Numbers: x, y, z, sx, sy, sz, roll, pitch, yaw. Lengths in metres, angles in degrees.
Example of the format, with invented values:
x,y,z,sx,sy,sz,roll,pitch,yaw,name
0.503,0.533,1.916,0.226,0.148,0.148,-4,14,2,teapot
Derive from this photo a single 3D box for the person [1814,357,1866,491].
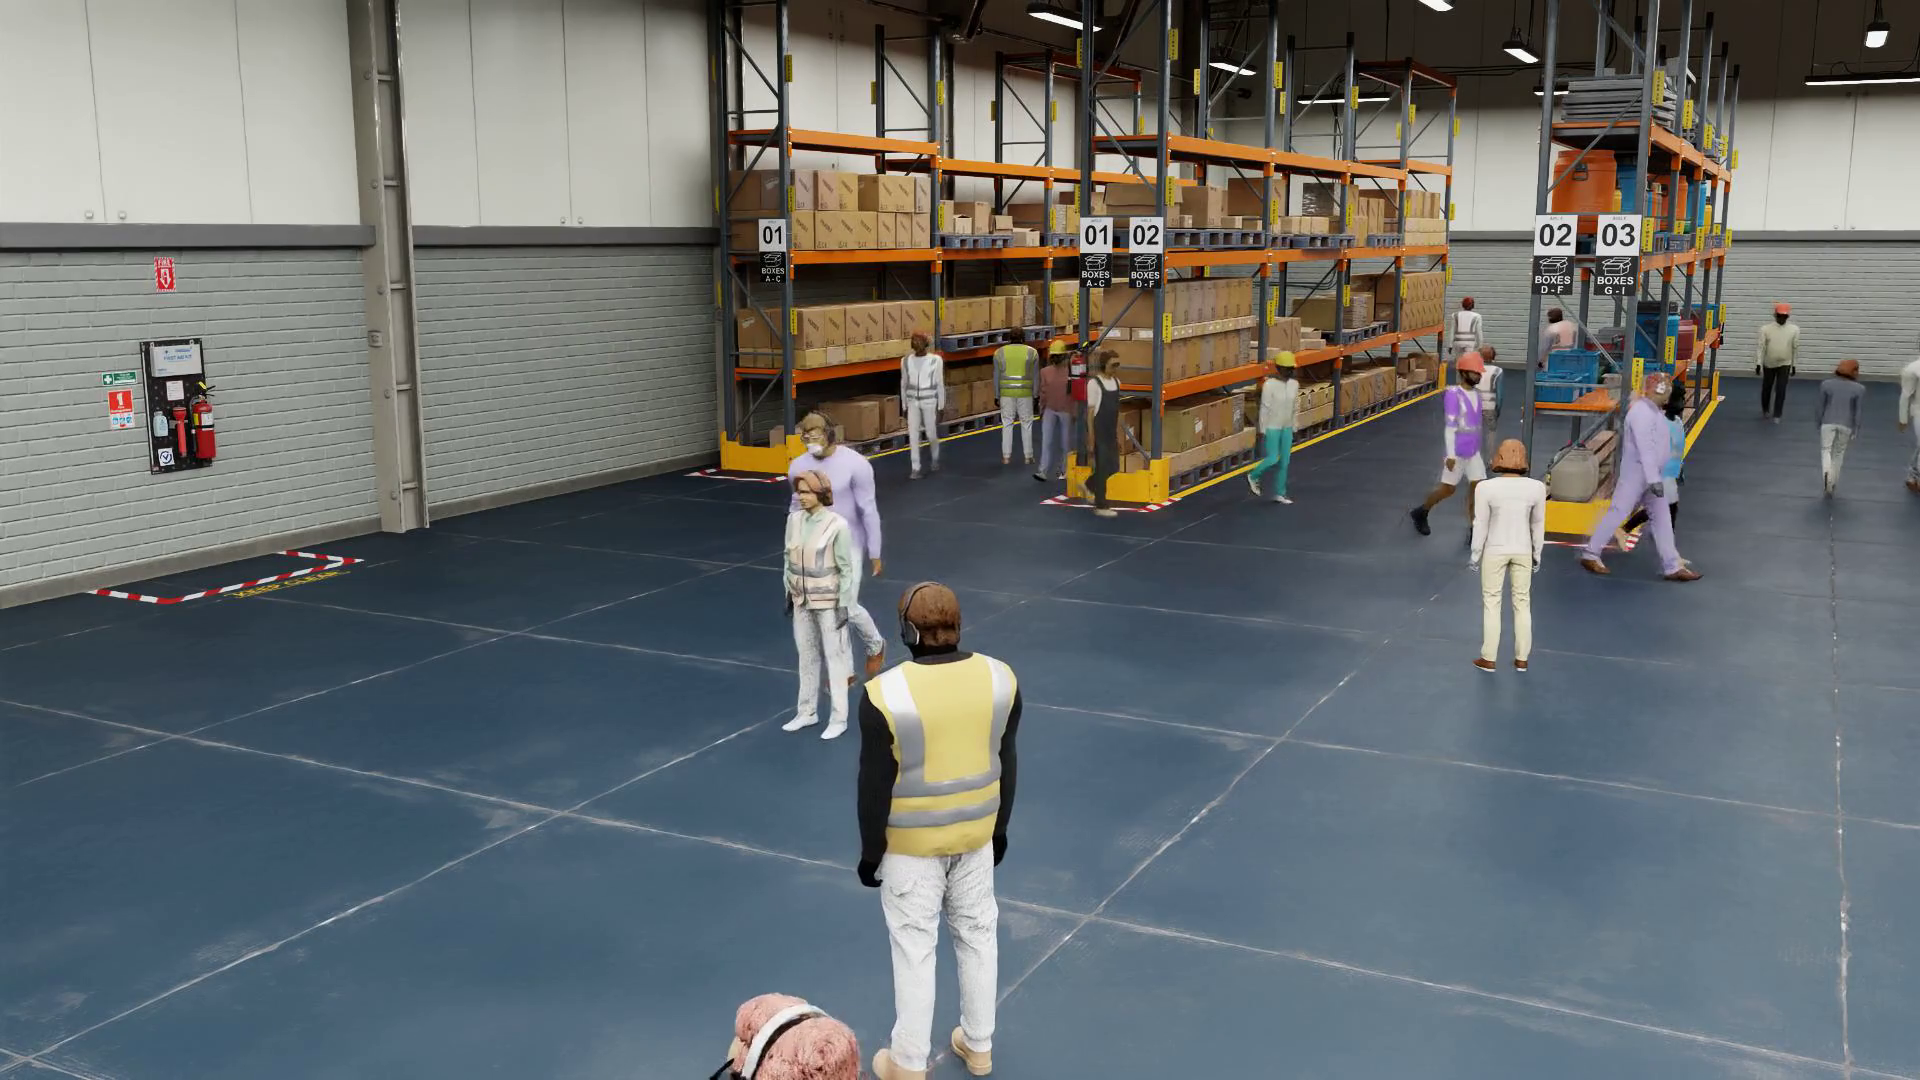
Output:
x,y,z,sx,sy,sz,roll,pitch,yaw,name
10.341,-1.343,19.584,0.519,1.605,0.647,5,12,26,person

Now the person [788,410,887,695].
x,y,z,sx,sy,sz,roll,pitch,yaw,name
-0.810,0.076,11.042,0.672,1.903,0.559,6,12,30,person

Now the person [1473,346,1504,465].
x,y,z,sx,sy,sz,roll,pitch,yaw,name
6.851,-1.729,21.722,0.518,1.603,0.824,6,12,30,person

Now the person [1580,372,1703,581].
x,y,z,sx,sy,sz,roll,pitch,yaw,name
6.058,-0.568,14.750,1.034,1.839,0.644,9,14,40,person

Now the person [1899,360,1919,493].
x,y,z,sx,sy,sz,roll,pitch,yaw,name
11.264,-1.436,19.348,0.630,1.896,1.021,0,10,0,person

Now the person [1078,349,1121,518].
x,y,z,sx,sy,sz,roll,pitch,yaw,name
1.499,-1.163,18.038,0.510,1.829,0.543,-10,14,-43,person

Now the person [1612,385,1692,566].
x,y,z,sx,sy,sz,roll,pitch,yaw,name
6.479,-0.622,15.503,0.751,1.675,0.528,8,13,38,person

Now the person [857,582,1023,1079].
x,y,z,sx,sy,sz,roll,pitch,yaw,name
-0.094,1.051,5.914,0.624,1.840,0.429,-6,12,-28,person

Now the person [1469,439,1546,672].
x,y,z,sx,sy,sz,roll,pitch,yaw,name
3.810,0.110,11.599,0.507,1.632,0.268,0,10,0,person

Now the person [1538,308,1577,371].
x,y,z,sx,sy,sz,roll,pitch,yaw,name
10.243,-3.067,28.480,0.668,1.807,0.431,-4,11,-20,person

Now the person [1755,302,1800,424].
x,y,z,sx,sy,sz,roll,pitch,yaw,name
13.298,-2.897,27.093,0.626,1.970,0.858,4,11,22,person

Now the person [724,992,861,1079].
x,y,z,sx,sy,sz,roll,pitch,yaw,name
-0.264,1.626,2.725,0.666,1.854,1.021,-8,13,-39,person

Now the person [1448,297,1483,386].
x,y,z,sx,sy,sz,roll,pitch,yaw,name
9.750,-3.743,32.009,0.606,1.848,0.839,6,12,29,person

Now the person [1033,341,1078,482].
x,y,z,sx,sy,sz,roll,pitch,yaw,name
1.174,-1.562,20.432,0.548,1.724,0.852,4,11,22,person

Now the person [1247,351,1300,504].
x,y,z,sx,sy,sz,roll,pitch,yaw,name
3.583,-1.276,18.830,0.539,1.751,0.540,-6,12,-30,person

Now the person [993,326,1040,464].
x,y,z,sx,sy,sz,roll,pitch,yaw,name
0.747,-1.921,22.108,0.623,1.844,0.430,1,10,5,person

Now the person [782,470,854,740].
x,y,z,sx,sy,sz,roll,pitch,yaw,name
-0.863,0.387,10.074,0.523,1.638,0.310,8,13,37,person

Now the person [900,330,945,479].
x,y,z,sx,sy,sz,roll,pitch,yaw,name
-0.464,-1.717,20.947,0.587,1.862,0.741,3,11,15,person

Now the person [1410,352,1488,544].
x,y,z,sx,sy,sz,roll,pitch,yaw,name
4.905,-0.907,16.397,0.550,1.914,0.875,-7,13,-34,person
